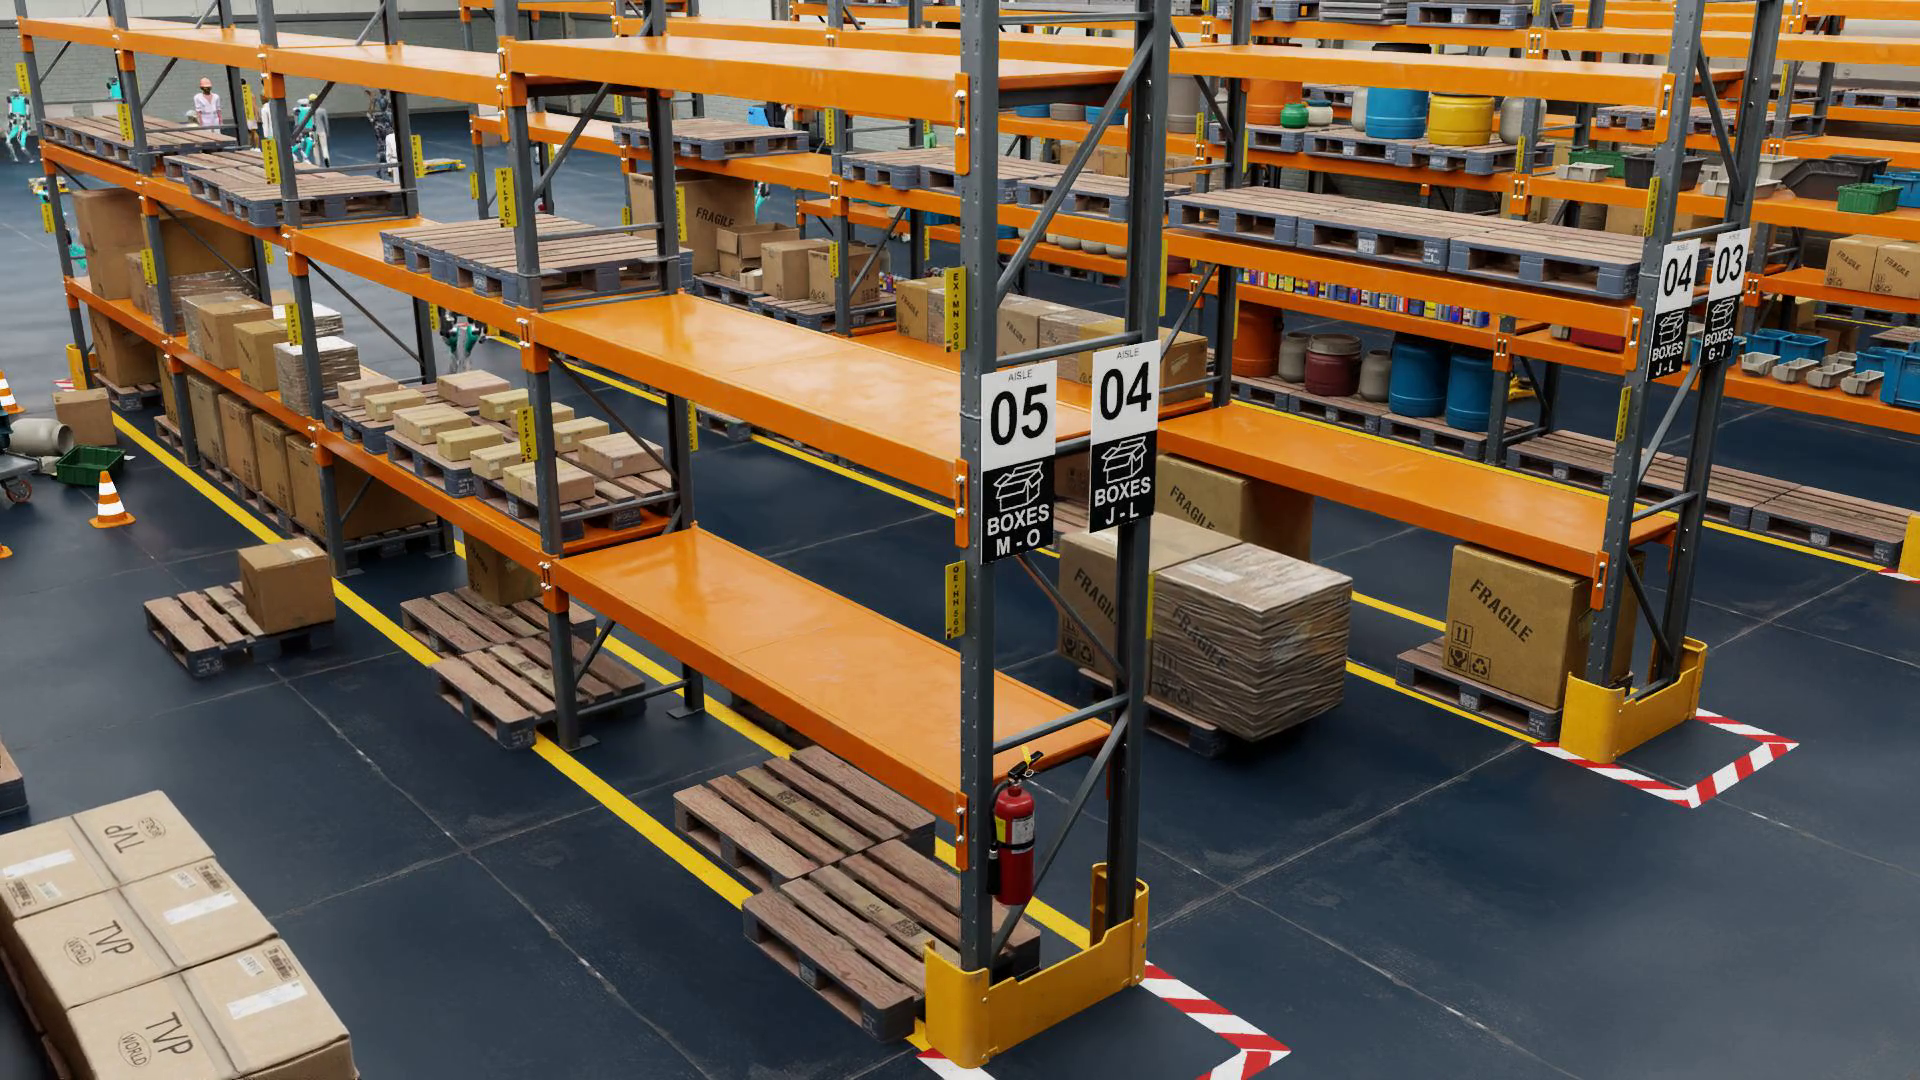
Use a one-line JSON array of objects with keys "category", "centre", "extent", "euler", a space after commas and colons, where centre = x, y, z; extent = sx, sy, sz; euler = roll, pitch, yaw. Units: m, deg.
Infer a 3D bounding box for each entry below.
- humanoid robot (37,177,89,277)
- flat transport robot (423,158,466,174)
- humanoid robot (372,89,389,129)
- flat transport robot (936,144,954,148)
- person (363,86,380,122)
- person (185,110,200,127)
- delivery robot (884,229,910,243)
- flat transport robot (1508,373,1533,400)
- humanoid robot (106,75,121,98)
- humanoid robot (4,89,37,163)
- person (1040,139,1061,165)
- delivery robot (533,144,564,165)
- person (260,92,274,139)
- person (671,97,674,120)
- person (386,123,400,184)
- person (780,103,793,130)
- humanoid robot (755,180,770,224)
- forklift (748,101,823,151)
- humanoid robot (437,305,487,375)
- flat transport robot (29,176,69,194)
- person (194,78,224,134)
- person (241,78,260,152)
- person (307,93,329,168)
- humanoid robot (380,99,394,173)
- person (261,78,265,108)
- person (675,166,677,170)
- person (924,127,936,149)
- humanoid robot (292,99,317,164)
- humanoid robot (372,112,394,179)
[{"category": "humanoid robot", "centre": [-12.907, -4.351, 24.275], "extent": [0.762, 1.880, 0.544], "euler": [-11, 22, -28]}, {"category": "flat transport robot", "centre": [-12.243, -8.684, 38.652], "extent": [0.659, 0.231, 1.431], "euler": [11, 22, 28]}, {"category": "humanoid robot", "centre": [-14.653, -10.678, 42.291], "extent": [0.608, 1.634, 0.792], "euler": [-3, 20, -9]}, {"category": "flat transport robot", "centre": [-0.588, -7.580, 35.508], "extent": [0.659, 0.231, 1.431], "euler": [-8, 21, -22]}, {"category": "person", "centre": [-17.722, -13.555, 50.112], "extent": [0.509, 1.860, 0.473], "euler": [17, 26, 40]}, {"category": "person", "centre": [-15.395, -7.731, 33.579], "extent": [0.565, 1.841, 1.012], "euler": [2, 19, 6]}, {"category": "delivery robot", "centre": [-0.927, -5.528, 29.258], "extent": [0.808, 0.607, 0.499], "euler": [-16, 25, -38]}, {"category": "flat transport robot", "centre": [5.822, -1.855, 19.217], "extent": [0.659, 0.231, 1.431], "euler": [-13, 23, -33]}, {"category": "humanoid robot", "centre": [-22.599, -11.447, 44.330], "extent": [0.536, 1.779, 0.929], "euler": [3, 20, 9]}, {"category": "humanoid robot", "centre": [-22.647, -9.884, 39.902], "extent": [0.561, 1.788, 0.896], "euler": [1, 19, 3]}, {"category": "person", "centre": [1.706, -6.889, 31.282], "extent": [0.405, 1.765, 0.535], "euler": [-13, 23, -33]}, {"category": "delivery robot", "centre": [-9.883, -9.299, 39.980], "extent": [0.499, 0.601, 0.783], "euler": [7, 21, 20]}, {"category": "person", "centre": [-15.436, -9.088, 37.354], "extent": [0.379, 1.901, 0.502], "euler": [4, 20, 13]}, {"category": "person", "centre": [-7.501, -10.776, 42.111], "extent": [0.505, 1.916, 1.029], "euler": [-5, 20, -13]}, {"category": "person", "centre": [-10.554, -7.023, 31.483], "extent": [0.572, 1.887, 0.354], "euler": [0, 19, -1]}, {"category": "person", "centre": [-3.702, -8.748, 36.459], "extent": [0.639, 1.867, 0.572], "euler": [-2, 19, -5]}, {"category": "humanoid robot", "centre": [-3.603, -6.070, 29.001], "extent": [0.530, 1.772, 0.715], "euler": [18, 26, 42]}, {"category": "forklift", "centre": [-4.526, -11.368, 42.374], "extent": [1.129, 2.768, 1.873], "euler": [-15, 24, -37]}, {"category": "humanoid robot", "centre": [-5.542, -2.365, 18.472], "extent": [0.561, 1.779, 0.883], "euler": [-8, 21, -21]}, {"category": "flat transport robot", "centre": [-19.427, -7.557, 35.443], "extent": [0.659, 0.231, 1.431], "euler": [-11, 22, -29]}, {"category": "person", "centre": [-17.772, -9.903, 39.448], "extent": [0.380, 2.045, 0.604], "euler": [16, 25, 38]}, {"category": "person", "centre": [-18.078, -10.770, 42.219], "extent": [0.796, 1.842, 0.418], "euler": [7, 21, 20]}, {"category": "person", "centre": [-14.993, -9.525, 38.827], "extent": [0.528, 1.742, 0.723], "euler": [-9, 21, -23]}, {"category": "humanoid robot", "centre": [-13.028, -9.250, 38.136], "extent": [0.594, 1.644, 0.388], "euler": [-5, 20, -14]}, {"category": "person", "centre": [-18.562, -11.569, 44.705], "extent": [0.319, 1.696, 0.531], "euler": [-10, 22, -27]}, {"category": "person", "centre": [-5.022, -6.029, 28.558], "extent": [0.383, 1.957, 0.601], "euler": [8, 21, 21]}, {"category": "person", "centre": [-0.643, -7.528, 33.160], "extent": [0.477, 1.734, 0.315], "euler": [14, 24, 35]}, {"category": "humanoid robot", "centre": [-14.731, -8.982, 37.270], "extent": [0.910, 1.762, 0.547], "euler": [13, 23, 33]}, {"category": "humanoid robot", "centre": [-12.257, -8.300, 35.494], "extent": [0.742, 1.637, 0.609], "euler": [-3, 20, -7]}]
